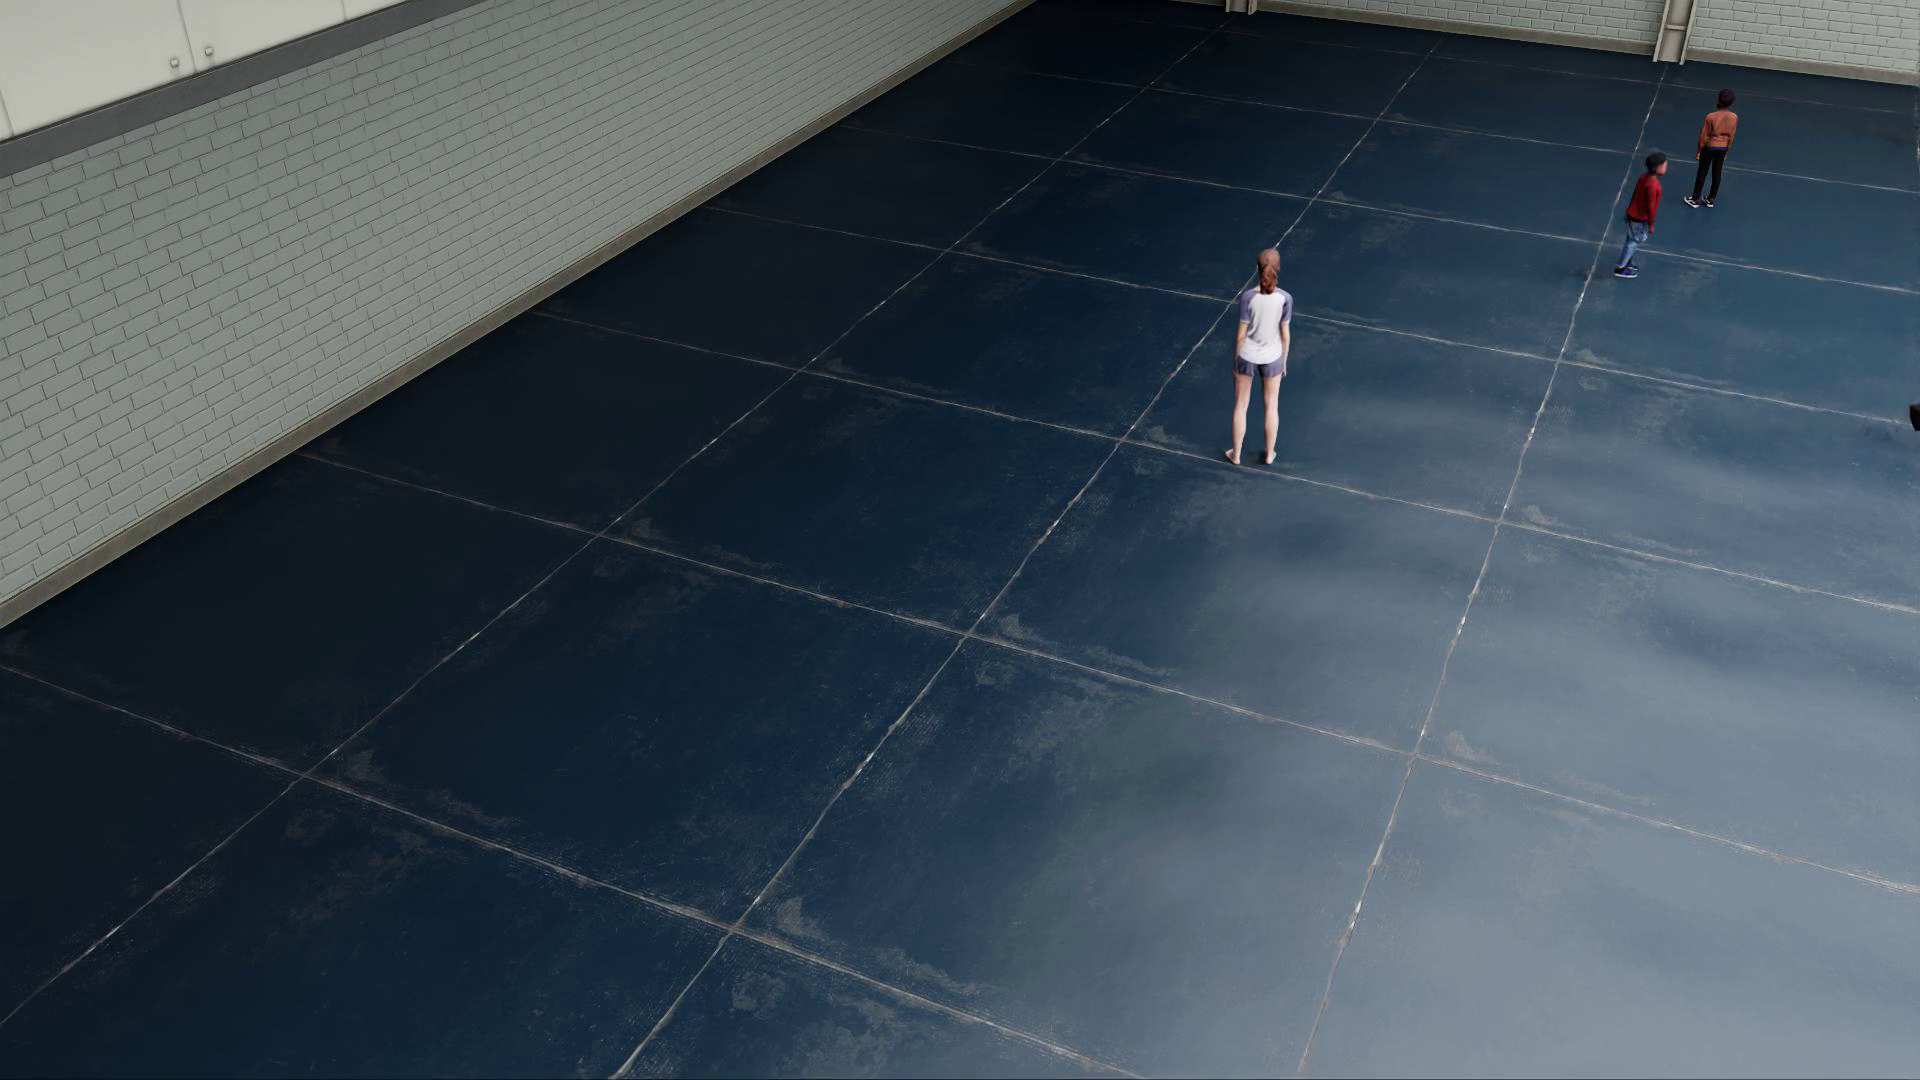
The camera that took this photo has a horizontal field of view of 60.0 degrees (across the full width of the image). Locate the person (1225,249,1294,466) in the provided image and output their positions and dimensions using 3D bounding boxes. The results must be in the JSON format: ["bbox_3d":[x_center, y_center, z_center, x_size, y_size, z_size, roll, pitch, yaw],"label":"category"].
[{"bbox_3d":[2.296,-1.394,12.771,0.607,1.766,0.723,1,32,1],"label":"person"}]

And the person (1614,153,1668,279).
[{"bbox_3d":[6.473,-3.116,15.989,0.571,1.242,0.562,4,32,6],"label":"person"}]

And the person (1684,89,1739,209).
[{"bbox_3d":[7.993,-4.151,17.621,0.533,1.252,0.641,-1,32,-2],"label":"person"}]
